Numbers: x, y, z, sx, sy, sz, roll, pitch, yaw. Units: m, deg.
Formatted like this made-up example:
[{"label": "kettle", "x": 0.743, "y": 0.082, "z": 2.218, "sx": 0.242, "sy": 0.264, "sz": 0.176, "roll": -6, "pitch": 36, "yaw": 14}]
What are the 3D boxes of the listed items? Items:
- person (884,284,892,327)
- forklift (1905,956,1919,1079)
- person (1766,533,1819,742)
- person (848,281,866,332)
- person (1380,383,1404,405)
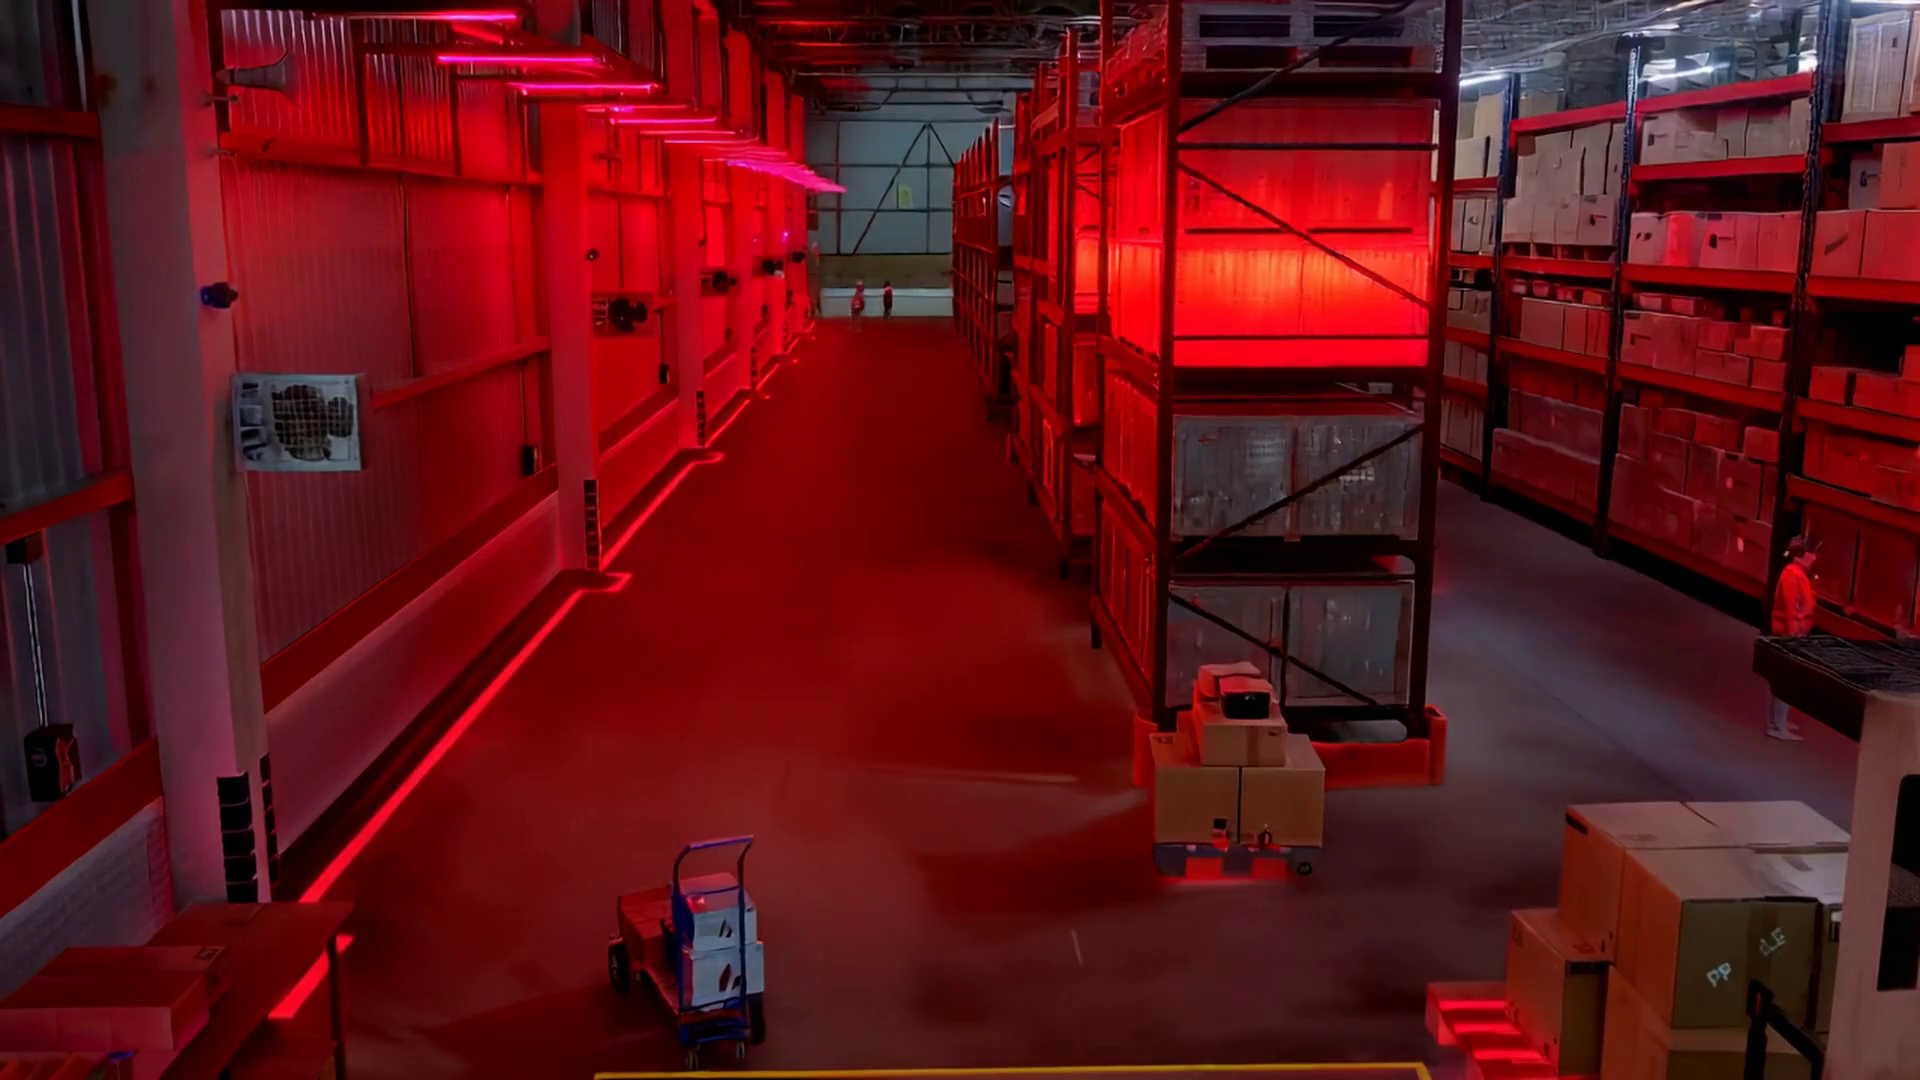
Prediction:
[{"label": "person", "x": -2.771, "y": -9.032, "z": 64.086, "sx": 0.314, "sy": 1.636, "sz": 0.515, "roll": 5, "pitch": 12, "yaw": 23}, {"label": "forklift", "x": 3.157, "y": 1.764, "z": 4.674, "sx": 1.129, "sy": 2.768, "sz": 1.873, "roll": 0, "pitch": 11, "yaw": -2}, {"label": "person", "x": 6.577, "y": 0.755, "z": 13.162, "sx": 0.308, "sy": 1.640, "sz": 0.511, "roll": 5, "pitch": 12, "yaw": 25}, {"label": "person", "x": -3.810, "y": -8.623, "z": 61.366, "sx": 0.628, "sy": 1.865, "sz": 0.702, "roll": -9, "pitch": 14, "yaw": -38}, {"label": "person", "x": 7.414, "y": -2.335, "z": 28.720, "sx": 0.971, "sy": 1.850, "sz": 0.631, "roll": -2, "pitch": 11, "yaw": -8}]
